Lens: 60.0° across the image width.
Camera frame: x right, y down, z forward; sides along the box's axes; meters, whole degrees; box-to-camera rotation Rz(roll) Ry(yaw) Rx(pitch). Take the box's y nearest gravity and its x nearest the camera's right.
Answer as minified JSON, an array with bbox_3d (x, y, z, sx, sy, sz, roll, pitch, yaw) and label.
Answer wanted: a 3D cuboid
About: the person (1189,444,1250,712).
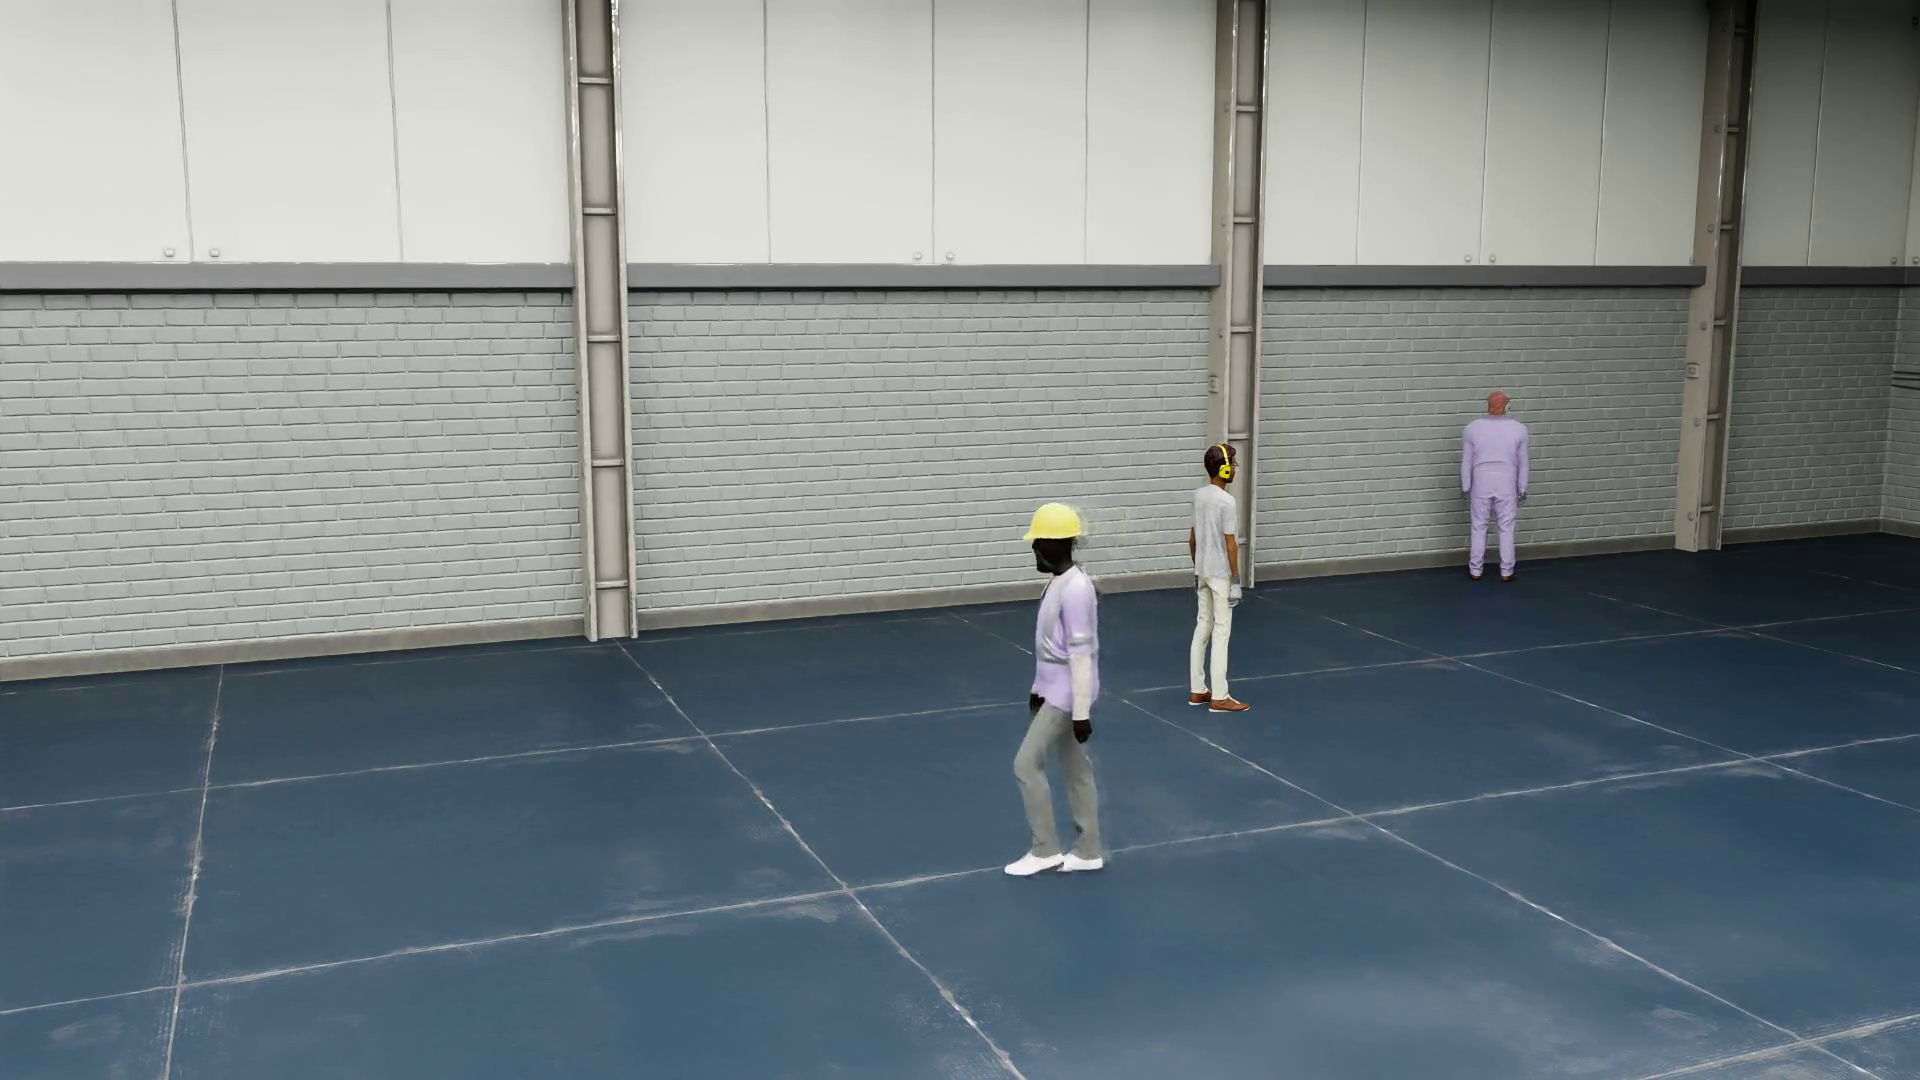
[{"bbox_3d":[1.802,0.262,11.605,0.328,1.872,0.509,-5,10,-28],"label":"person"}]

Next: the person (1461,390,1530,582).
[{"bbox_3d":[5.298,-0.533,16.487,0.651,1.906,0.403,3,10,18],"label":"person"}]

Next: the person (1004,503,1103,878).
[{"bbox_3d":[0.439,0.759,8.362,0.660,1.900,0.603,0,9,2],"label":"person"}]
